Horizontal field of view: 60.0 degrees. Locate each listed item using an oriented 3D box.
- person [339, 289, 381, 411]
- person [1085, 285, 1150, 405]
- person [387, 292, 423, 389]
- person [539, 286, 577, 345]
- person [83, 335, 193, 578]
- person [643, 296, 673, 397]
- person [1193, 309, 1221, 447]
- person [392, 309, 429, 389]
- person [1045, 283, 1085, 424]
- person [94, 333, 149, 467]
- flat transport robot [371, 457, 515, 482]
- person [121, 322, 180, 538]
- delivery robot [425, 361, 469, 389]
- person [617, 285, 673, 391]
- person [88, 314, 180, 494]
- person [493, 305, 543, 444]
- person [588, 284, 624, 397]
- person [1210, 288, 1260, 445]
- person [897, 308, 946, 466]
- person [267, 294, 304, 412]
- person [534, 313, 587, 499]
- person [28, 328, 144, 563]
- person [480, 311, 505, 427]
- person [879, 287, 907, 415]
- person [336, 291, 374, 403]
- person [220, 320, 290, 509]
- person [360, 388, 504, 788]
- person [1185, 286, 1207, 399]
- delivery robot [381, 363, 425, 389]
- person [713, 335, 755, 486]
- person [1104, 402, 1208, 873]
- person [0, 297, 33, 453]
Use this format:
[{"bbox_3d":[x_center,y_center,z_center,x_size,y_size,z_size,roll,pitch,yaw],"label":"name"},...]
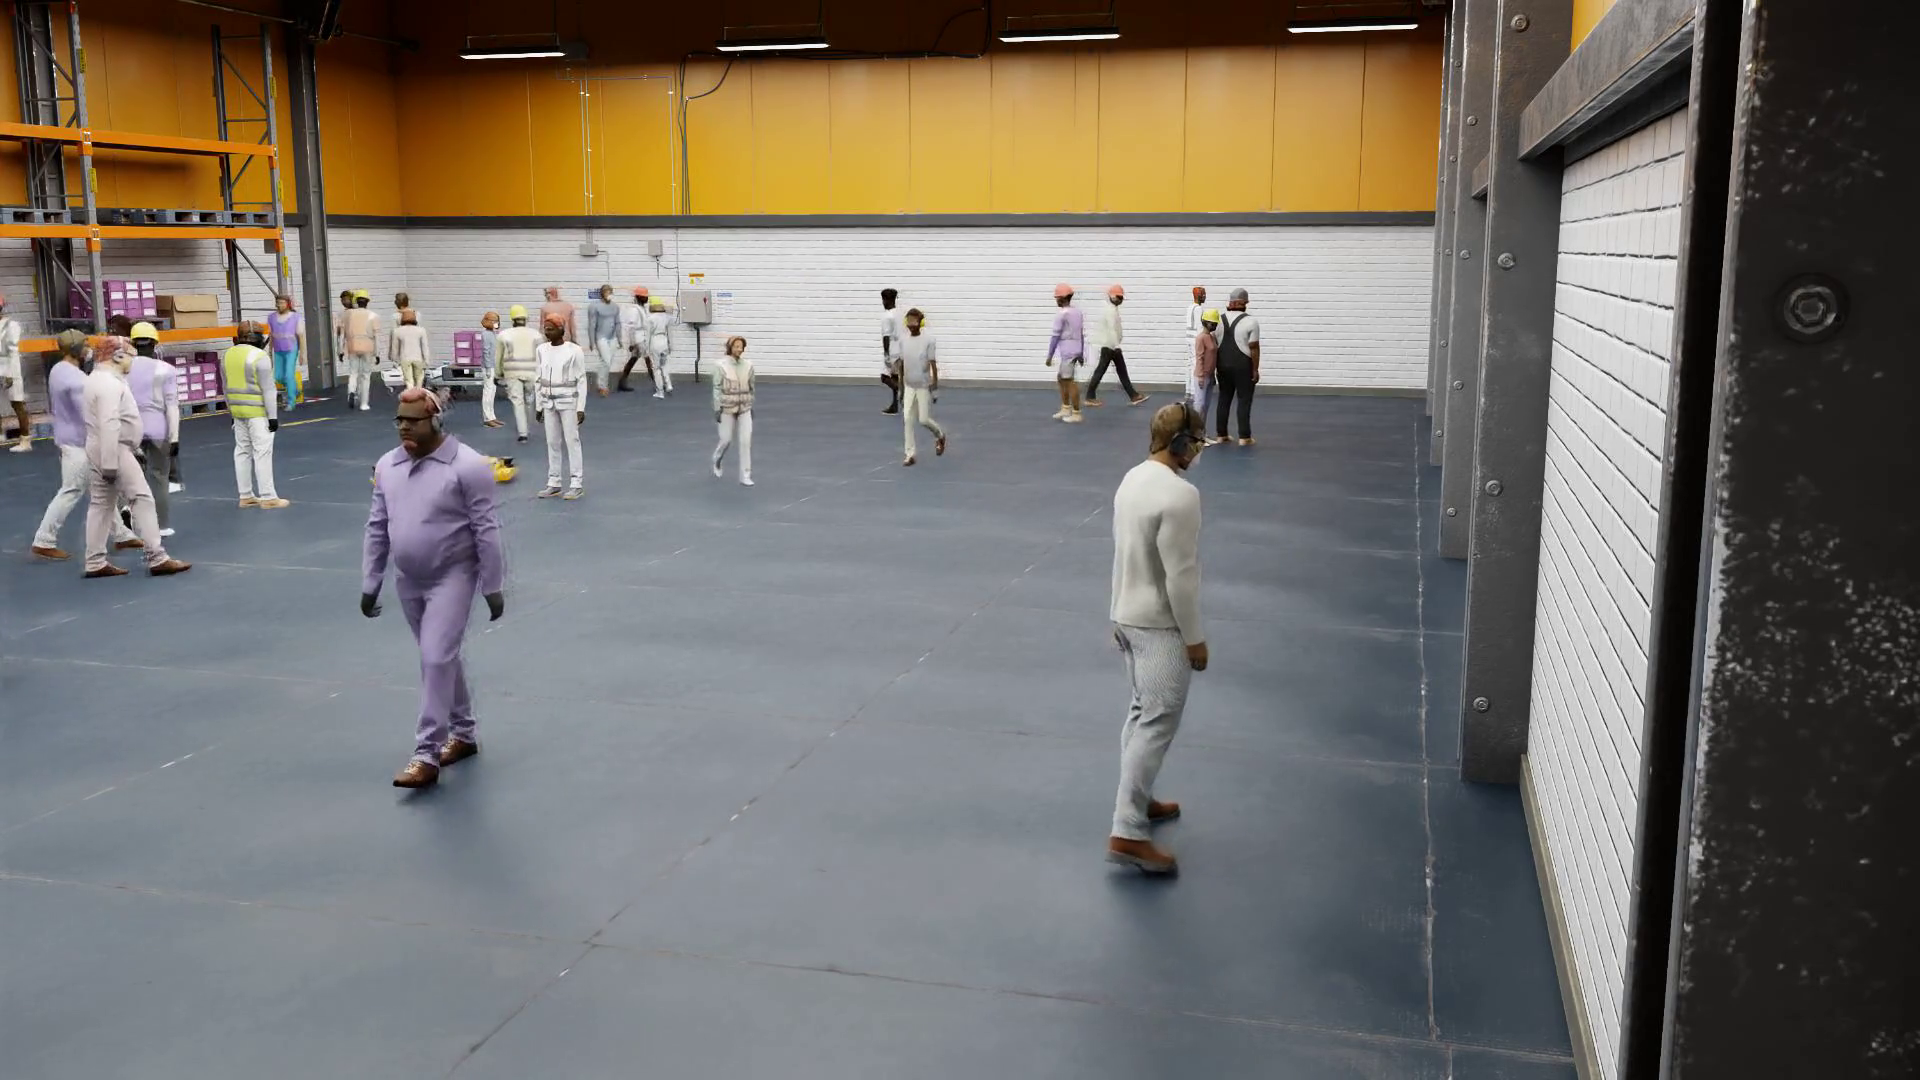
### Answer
[{"bbox_3d":[-9.302,-2.935,25.790,0.646,1.885,0.653,-1,10,-8],"label":"person"},{"bbox_3d":[2.489,-3.104,26.635,1.051,1.936,0.631,2,10,14],"label":"person"},{"bbox_3d":[-8.773,-2.987,26.265,0.539,1.827,0.527,7,12,36],"label":"person"},{"bbox_3d":[-7.025,-3.520,29.183,0.729,1.872,0.787,-10,14,-43],"label":"person"},{"bbox_3d":[-6.418,-0.640,12.867,0.834,1.866,0.646,-8,13,-37],"label":"person"},{"bbox_3d":[-5.127,-3.269,28.170,0.352,1.720,0.484,10,14,44],"label":"person"},{"bbox_3d":[3.173,-2.083,21.351,0.328,1.759,0.524,5,11,27],"label":"person"},{"bbox_3d":[-8.381,-2.712,25.367,0.517,1.586,0.842,-5,11,-24],"label":"person"},{"bbox_3d":[1.485,-2.691,24.047,0.715,2.013,0.602,6,12,30],"label":"person"},{"bbox_3d":[-9.160,-1.478,18.216,0.550,1.650,0.845,3,10,15],"label":"person"},{"bbox_3d":[-5.621,-0.770,18.120,1.431,0.197,0.652,-2,10,-9],"label":"flat transport robot"},{"bbox_3d":[-7.074,-0.925,14.385,0.620,1.895,0.661,-1,10,-4],"label":"person"},{"bbox_3d":[-8.896,-2.856,28.861,0.707,0.478,0.477,-9,13,-40],"label":"delivery robot"},{"bbox_3d":[-5.599,-3.520,29.184,1.050,1.881,0.548,1,10,4],"label":"person"},{"bbox_3d":[-8.430,-1.358,16.950,0.602,1.861,0.992,4,11,20],"label":"person"},{"bbox_3d":[-5.753,-2.155,21.687,0.607,1.782,0.952,-6,12,-29],"label":"person"},{"bbox_3d":[-5.989,-3.369,28.210,0.522,1.904,0.627,6,12,32],"label":"person"},{"bbox_3d":[3.592,-2.248,21.478,0.684,2.000,0.535,8,13,40],"label":"person"},{"bbox_3d":[-0.463,-1.806,19.527,0.523,1.854,0.697,5,11,28],"label":"person"},{"bbox_3d":[-10.448,-2.915,25.853,0.584,1.829,0.491,2,10,10],"label":"person"},{"bbox_3d":[-4.045,-1.348,16.828,0.583,1.882,0.337,4,11,22],"label":"person"},{"bbox_3d":[-7.198,-0.780,13.591,0.982,1.895,0.638,-8,13,-37],"label":"person"},{"bbox_3d":[-6.661,-2.430,23.662,0.289,1.633,0.501,0,10,0],"label":"person"},{"bbox_3d":[-0.948,-2.830,25.051,0.565,1.942,0.603,7,12,33],"label":"person"},{"bbox_3d":[-9.929,-3.149,27.178,0.527,1.823,0.878,1,10,7],"label":"person"},{"bbox_3d":[-6.886,-1.220,16.234,0.625,1.840,0.430,5,11,27],"label":"person"},{"bbox_3d":[-2.595,0.226,7.922,0.680,1.873,0.862,4,11,23],"label":"person"},{"bbox_3d":[3.960,-3.292,27.840,0.340,1.879,0.586,-2,10,-9],"label":"person"},{"bbox_3d":[-9.572,-2.803,28.565,0.707,0.478,0.477,-3,10,-19],"label":"delivery robot"},{"bbox_3d":[-2.450,-1.404,17.891,0.518,1.618,0.583,-6,12,-30],"label":"person"},{"bbox_3d":[0.797,0.386,6.989,0.559,1.902,0.829,-2,10,-13],"label":"person"},{"bbox_3d":[-11.810,-2.027,20.348,0.615,2.005,0.912,3,10,14],"label":"person"}]
